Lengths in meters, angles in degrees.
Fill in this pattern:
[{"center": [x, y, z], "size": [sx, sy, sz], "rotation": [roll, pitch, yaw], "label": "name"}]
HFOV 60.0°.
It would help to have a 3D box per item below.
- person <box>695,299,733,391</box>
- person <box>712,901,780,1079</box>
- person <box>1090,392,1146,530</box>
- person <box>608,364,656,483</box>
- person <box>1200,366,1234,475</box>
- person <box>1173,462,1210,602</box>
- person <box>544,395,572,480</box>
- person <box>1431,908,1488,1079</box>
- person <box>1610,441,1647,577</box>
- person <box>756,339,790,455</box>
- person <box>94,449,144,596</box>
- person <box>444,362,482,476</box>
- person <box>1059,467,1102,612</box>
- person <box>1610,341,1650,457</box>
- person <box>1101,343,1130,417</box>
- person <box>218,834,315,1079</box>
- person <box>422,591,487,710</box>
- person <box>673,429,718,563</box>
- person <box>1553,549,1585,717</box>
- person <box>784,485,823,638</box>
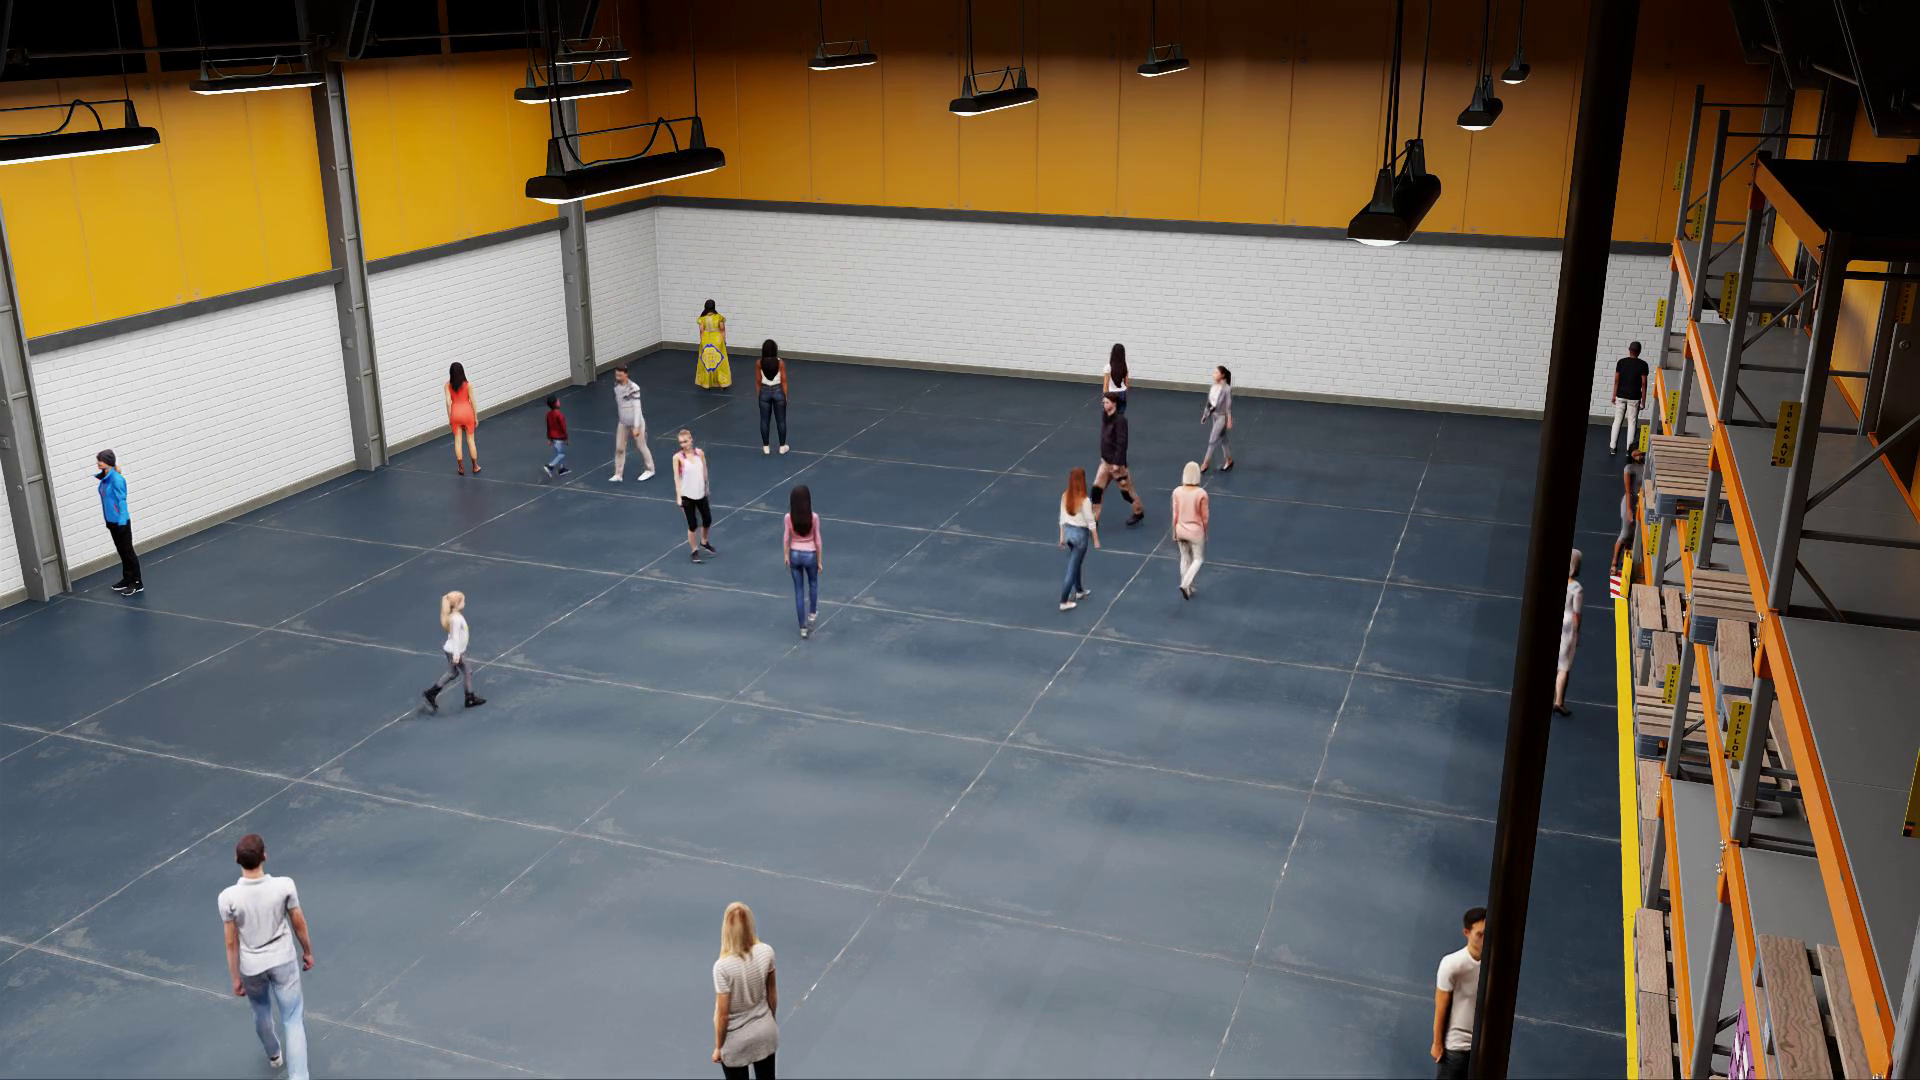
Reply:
[{"center": [-4.492, -3.553, 30.196], "size": [0.973, 1.660, 0.951], "rotation": [-1, 19, -3], "label": "person"}, {"center": [-1.309, 3.068, 10.277], "size": [0.640, 1.823, 0.756], "rotation": [-15, 24, -37], "label": "person"}, {"center": [2.161, -1.038, 22.388], "size": [1.348, 1.877, 1.178], "rotation": [-12, 22, -31], "label": "person"}, {"center": [-4.815, -1.757, 24.603], "size": [0.846, 1.825, 1.142], "rotation": [14, 23, 36], "label": "person"}, {"center": [3.983, -1.795, 25.006], "size": [1.052, 1.640, 1.013], "rotation": [-7, 20, -20], "label": "person"}, {"center": [2.720, -0.070, 19.769], "size": [0.669, 1.713, 0.890], "rotation": [9, 21, 26], "label": "person"}, {"center": [-6.047, -1.525, 24.829], "size": [0.658, 1.241, 0.825], "rotation": [15, 24, 37], "label": "person"}, {"center": [3.140, 3.074, 10.292], "size": [0.718, 1.803, 0.749], "rotation": [-6, 20, -18], "label": "person"}, {"center": [8.396, -0.417, 20.733], "size": [0.817, 1.755, 0.683], "rotation": [14, 23, 36], "label": "person"}, {"center": [-2.949, -2.253, 26.105], "size": [0.708, 1.807, 0.692], "rotation": [1, 19, 3], "label": "person"}, {"center": [-10.172, -0.226, 20.102], "size": [0.682, 1.797, 0.642], "rotation": [16, 24, 39], "label": "person"}, {"center": [-7.488, -1.838, 25.011], "size": [0.675, 1.718, 0.692], "rotation": [-4, 19, -11], "label": "person"}, {"center": [1.302, 0.012, 19.542], "size": [0.982, 1.704, 0.837], "rotation": [-15, 24, -37], "label": "person"}, {"center": [10.457, -2.222, 26.017], "size": [0.734, 1.804, 0.686], "rotation": [13, 23, 34], "label": "person"}, {"center": [2.441, -2.193, 25.980], "size": [0.710, 1.774, 0.759], "rotation": [-6, 20, -18], "label": "person"}, {"center": [-4.526, 2.856, 10.924], "size": [1.188, 1.813, 1.254], "rotation": [-8, 20, -21], "label": "person"}, {"center": [-5.192, 1.145, 16.883], "size": [0.892, 1.253, 0.817], "rotation": [-8, 20, -24], "label": "person"}, {"center": [-3.388, -0.563, 21.163], "size": [0.938, 1.758, 0.849], "rotation": [18, 25, 42], "label": "person"}, {"center": [6.067, 0.923, 16.768], "size": [0.691, 1.748, 0.638], "rotation": [-10, 21, -26], "label": "person"}, {"center": [-1.785, 0.251, 18.802], "size": [0.813, 1.721, 1.031], "rotation": [-1, 19, -2], "label": "person"}]
